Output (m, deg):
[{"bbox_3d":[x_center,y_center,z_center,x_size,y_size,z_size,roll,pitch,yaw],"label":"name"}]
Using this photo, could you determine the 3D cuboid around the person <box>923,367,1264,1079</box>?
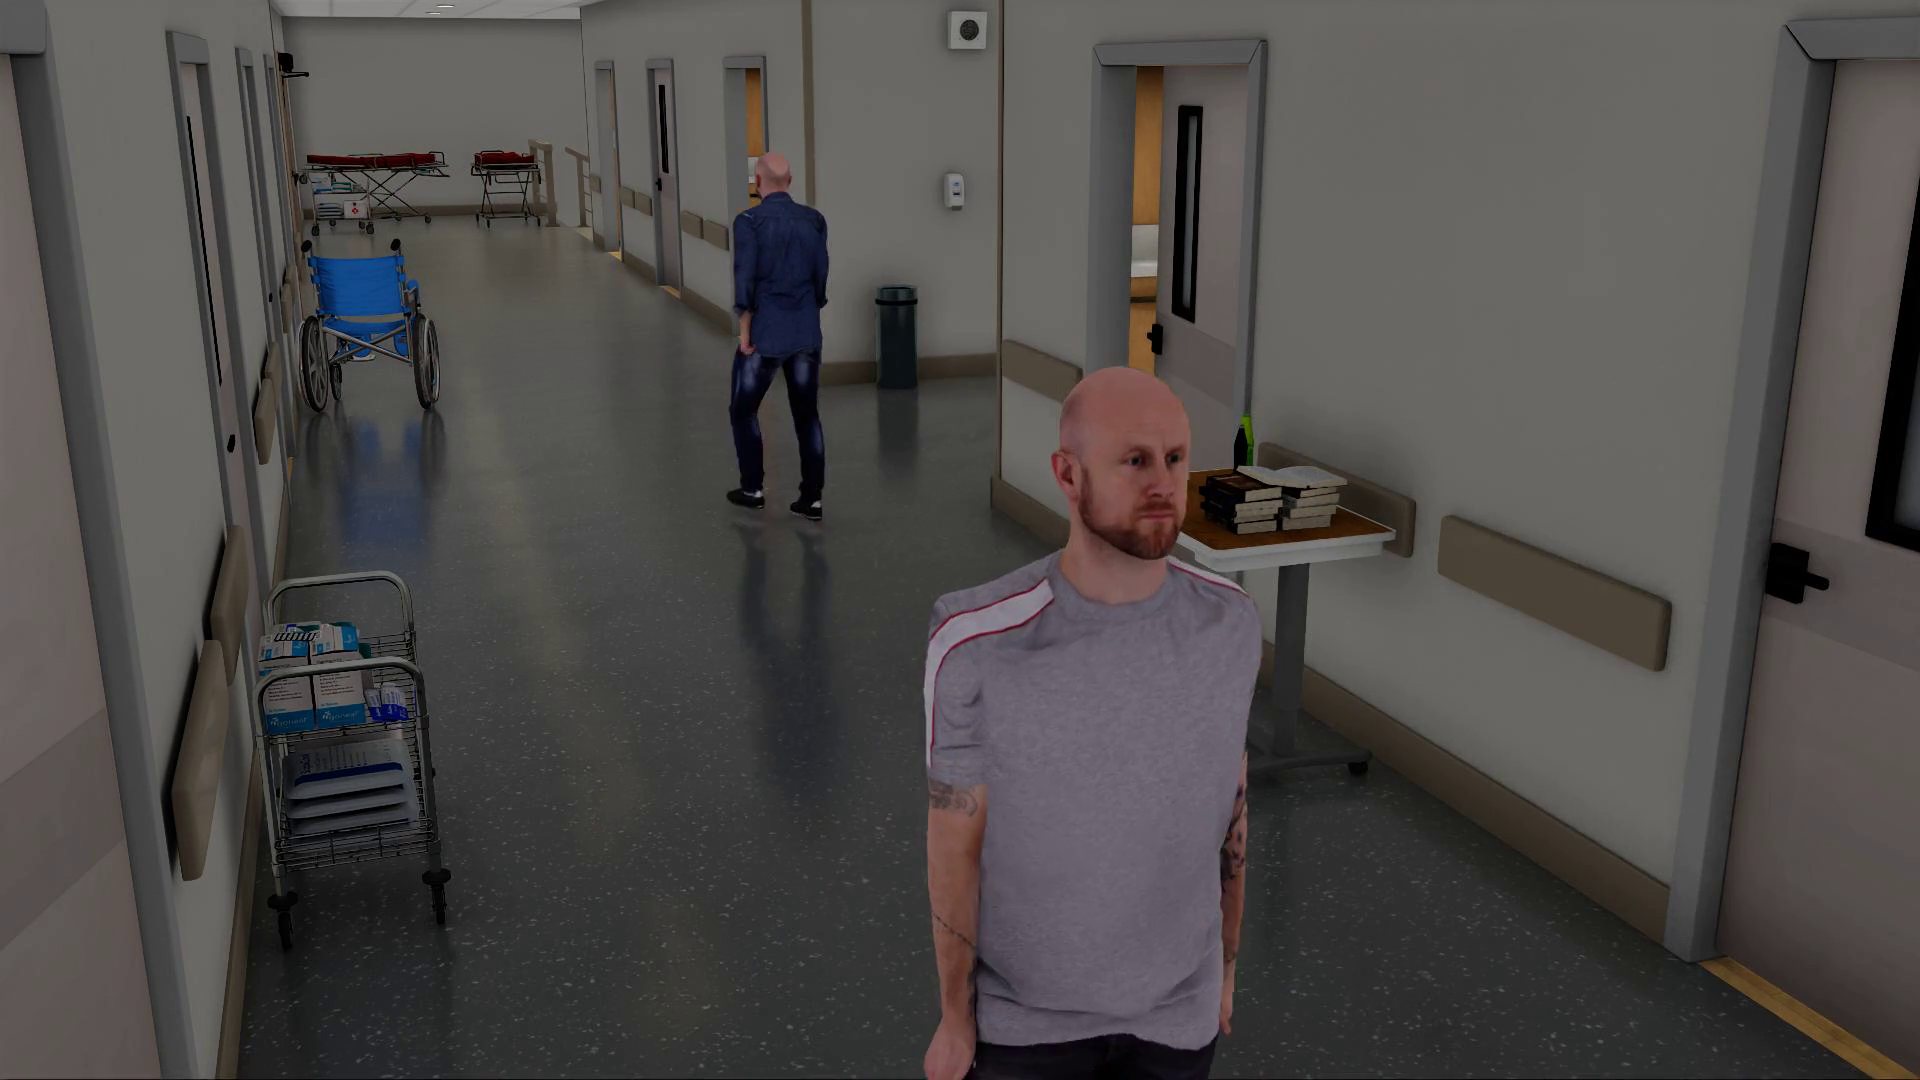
[{"bbox_3d":[0.156,0.642,2.463,0.699,1.817,0.977,-5,16,-16],"label":"person"}]

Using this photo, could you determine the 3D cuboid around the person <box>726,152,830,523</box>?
[{"bbox_3d":[-0.843,-0.959,8.171,0.862,1.800,0.940,-11,19,-33],"label":"person"}]
